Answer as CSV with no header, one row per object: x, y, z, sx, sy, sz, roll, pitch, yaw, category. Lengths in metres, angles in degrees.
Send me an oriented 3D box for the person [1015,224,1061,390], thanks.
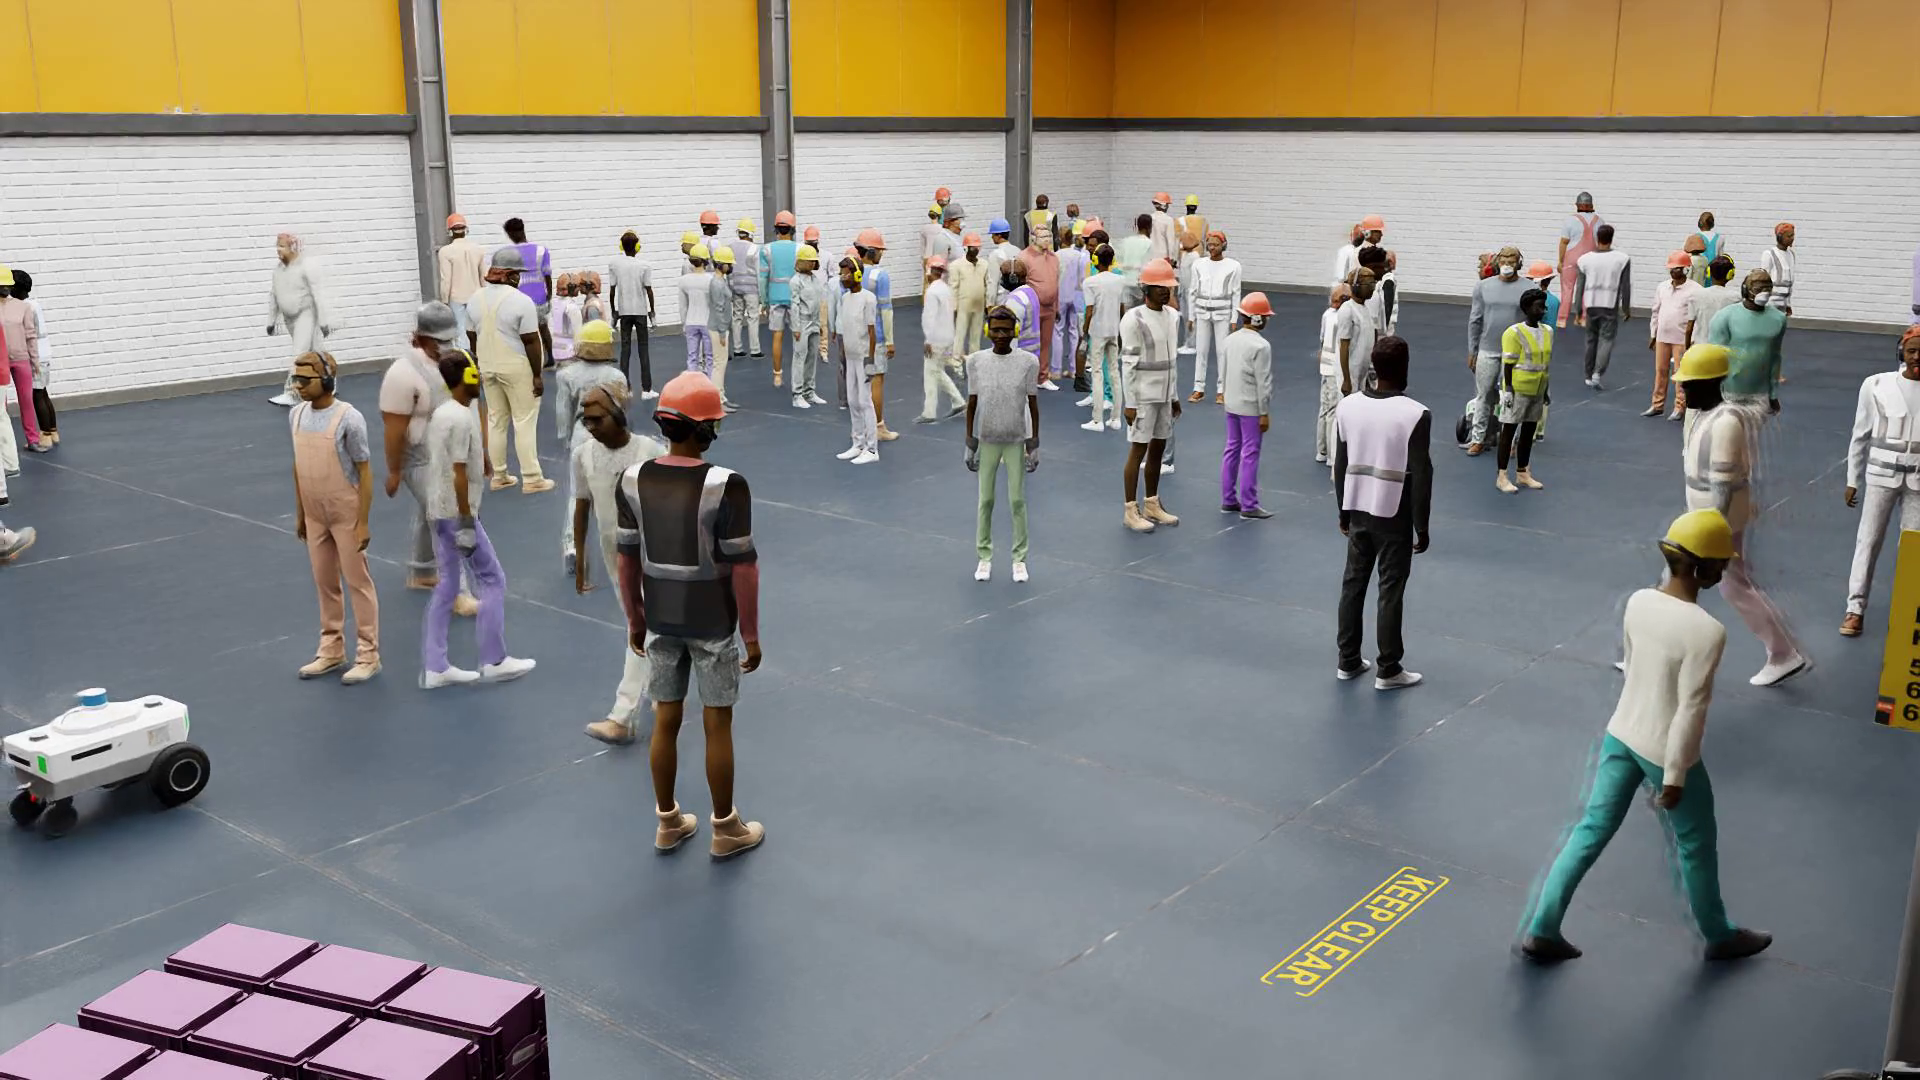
0.911,-2.637,18.985,0.642,1.909,0.410,-12,18,-40,person

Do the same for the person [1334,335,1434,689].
2.274,-0.144,8.994,0.392,1.922,0.592,-12,19,-40,person

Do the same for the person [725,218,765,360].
-2.779,-3.258,21.635,0.594,1.825,0.403,7,16,26,person

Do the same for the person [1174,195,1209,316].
3.673,-4.533,26.561,0.591,1.914,0.435,-3,14,-12,person

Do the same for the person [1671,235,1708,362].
9.386,-3.097,21.375,0.507,1.633,0.276,-11,18,-37,person

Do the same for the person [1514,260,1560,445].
5.477,-1.784,15.883,0.330,1.751,0.563,11,18,38,person

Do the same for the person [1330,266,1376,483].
3.358,-1.394,14.143,0.346,1.846,0.507,8,16,30,person

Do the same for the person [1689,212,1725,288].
10.276,-3.612,23.033,0.502,1.837,0.350,0,14,-1,person

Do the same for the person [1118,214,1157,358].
2.367,-3.336,21.864,0.982,1.859,0.600,-13,19,-43,person

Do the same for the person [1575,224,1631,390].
7.440,-2.704,19.288,0.603,1.908,0.734,9,17,33,person

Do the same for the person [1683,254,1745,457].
6.868,-1.665,15.175,0.513,1.872,0.328,11,18,37,person

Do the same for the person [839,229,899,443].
-0.867,-1.958,16.004,0.605,2.038,0.383,10,17,36,person

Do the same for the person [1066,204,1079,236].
2.021,-5.132,29.518,0.312,1.634,0.514,3,14,13,person

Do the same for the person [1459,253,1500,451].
4.957,-1.756,15.586,0.374,1.843,0.575,9,16,31,person

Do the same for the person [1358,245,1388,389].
3.645,-1.664,14.974,0.368,1.966,0.602,-2,14,-6,person

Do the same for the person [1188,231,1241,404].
2.775,-2.435,18.228,0.575,1.883,0.355,6,15,22,person

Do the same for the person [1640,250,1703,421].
7.363,-2.106,17.174,0.342,1.748,0.573,-9,17,-31,person

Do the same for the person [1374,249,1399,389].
4.792,-2.463,18.821,0.313,1.643,0.513,2,14,6,person

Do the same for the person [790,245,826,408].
-1.638,-2.312,18.015,0.314,1.743,0.493,8,16,29,person

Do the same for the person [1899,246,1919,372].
11.825,-2.944,20.245,0.645,1.895,0.401,-9,17,-33,person

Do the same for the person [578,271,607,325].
-3.547,-1.790,16.137,0.310,1.642,0.514,-3,14,-10,person

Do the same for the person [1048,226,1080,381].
1.257,-2.823,19.884,0.516,1.835,0.358,-8,16,-29,person

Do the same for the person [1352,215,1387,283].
4.731,-2.769,19.330,0.376,1.995,0.612,9,17,31,person

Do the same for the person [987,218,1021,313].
0.508,-2.830,19.695,0.416,1.939,0.604,10,17,35,person

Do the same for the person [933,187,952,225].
-0.252,-4.867,27.738,0.394,1.985,0.611,-5,15,-20,person

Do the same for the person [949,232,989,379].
0.136,-2.819,20.014,0.565,1.753,0.336,-9,16,-31,person

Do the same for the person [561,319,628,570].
-2.527,-0.662,11.484,0.492,1.712,0.825,2,14,7,person

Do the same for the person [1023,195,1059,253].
1.408,-4.989,28.527,0.621,1.837,0.429,5,15,19,person

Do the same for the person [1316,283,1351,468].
3.373,-1.469,14.855,0.314,1.641,0.515,-1,14,-5,person

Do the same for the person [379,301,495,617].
-3.307,-0.583,10.505,0.915,2.000,0.716,6,15,23,person

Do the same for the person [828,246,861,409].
-1.128,-2.272,17.840,0.575,1.747,0.339,4,15,15,person

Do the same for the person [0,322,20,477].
-8.426,-1.407,14.406,0.354,1.740,0.568,-9,17,-32,person

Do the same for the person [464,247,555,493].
-3.711,-1.418,13.838,0.688,2.000,0.536,7,16,25,person

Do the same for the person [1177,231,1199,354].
3.057,-3.301,22.221,0.288,1.626,0.497,-3,14,-11,person

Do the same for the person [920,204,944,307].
-0.401,-4.518,26.808,0.517,1.757,0.342,8,16,29,person

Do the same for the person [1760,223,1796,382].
9.651,-2.797,19.674,0.574,1.883,0.356,-10,17,-33,person

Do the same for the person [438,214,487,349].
-5.874,-2.846,19.656,0.398,1.983,0.623,11,18,39,person

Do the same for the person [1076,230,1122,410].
1.526,-2.357,17.840,0.373,1.917,0.594,-8,16,-28,person

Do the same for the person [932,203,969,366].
-0.031,-3.252,21.169,0.538,2.000,0.684,7,16,25,person
